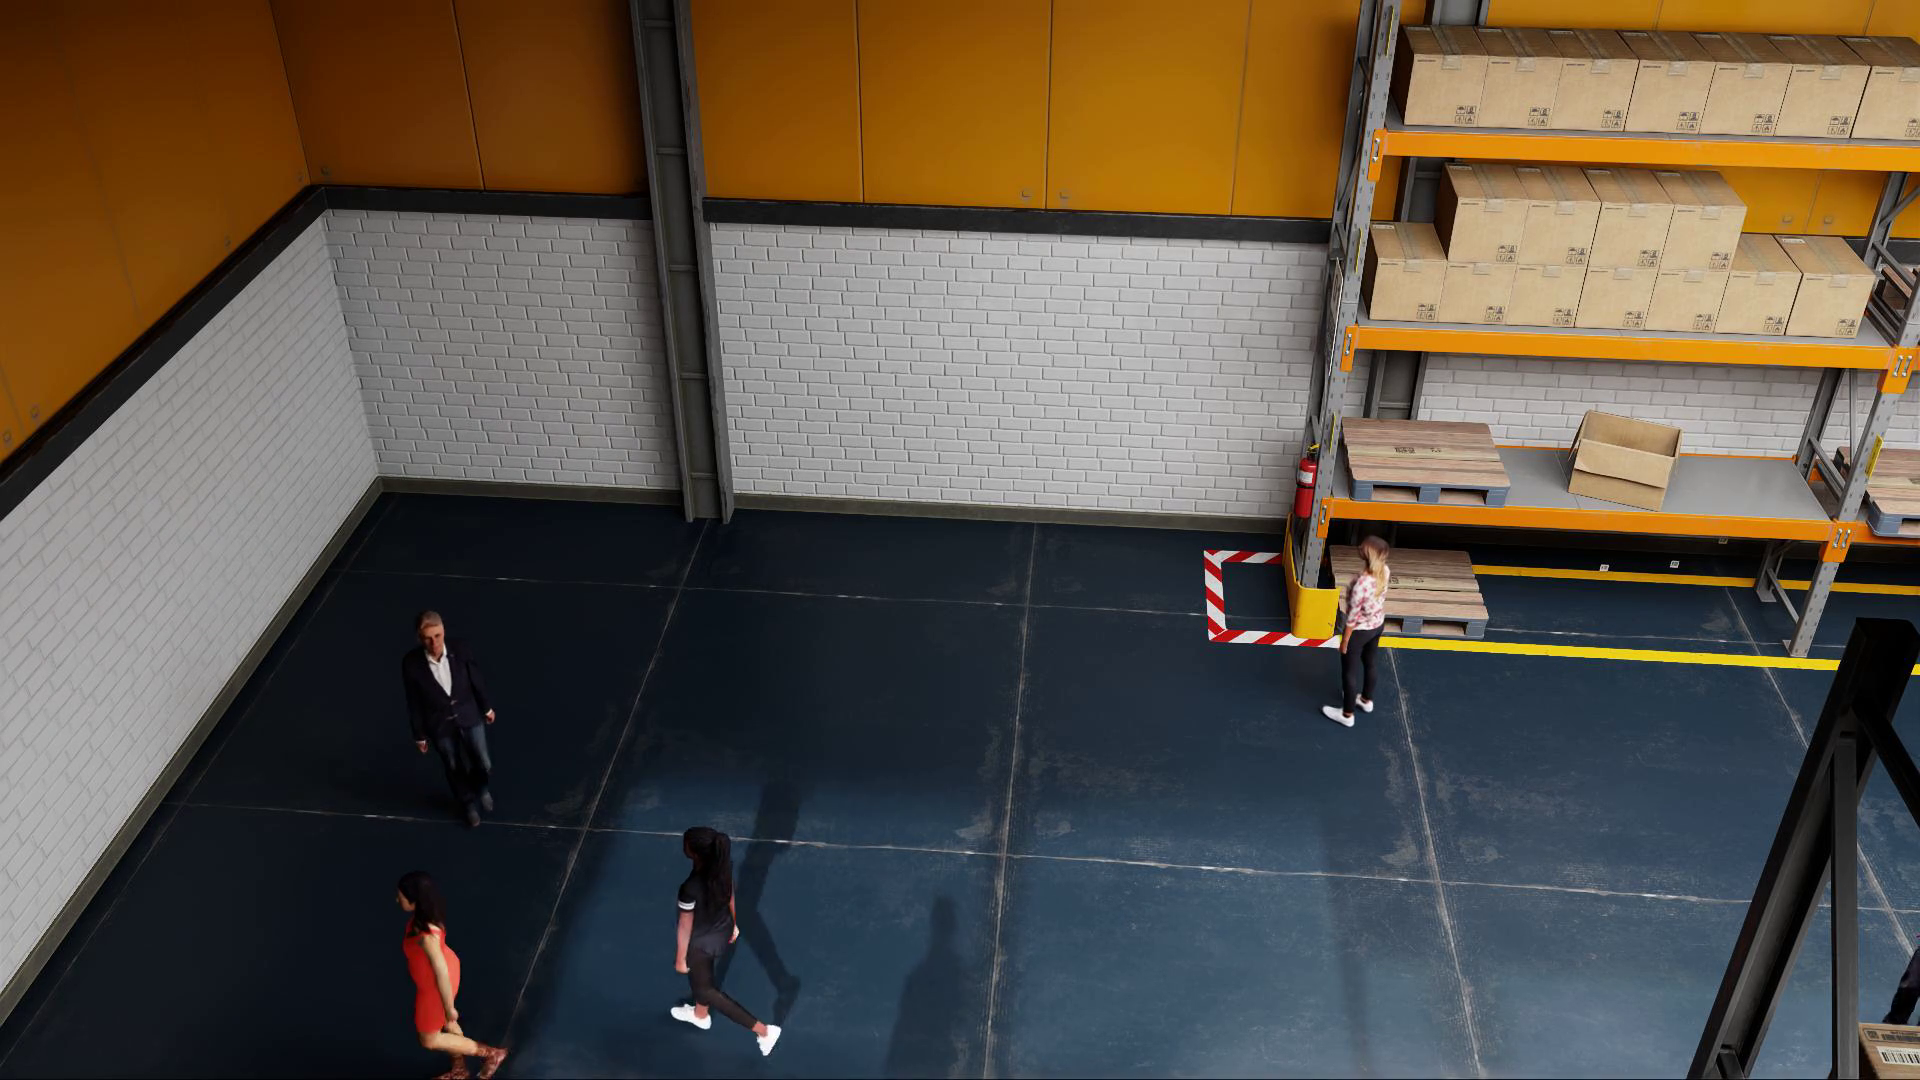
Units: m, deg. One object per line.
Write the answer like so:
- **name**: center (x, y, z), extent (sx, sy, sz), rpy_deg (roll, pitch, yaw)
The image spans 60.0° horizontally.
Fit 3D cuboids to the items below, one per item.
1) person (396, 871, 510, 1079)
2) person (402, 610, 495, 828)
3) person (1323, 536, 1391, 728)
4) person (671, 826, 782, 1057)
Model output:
- **person**: center (-2.942, 2.550, 9.617), extent (0.833, 1.706, 0.727), rpy_deg (-9, 35, -13)
- **person**: center (-3.547, 1.182, 11.583), extent (0.768, 1.808, 0.893), rpy_deg (-14, 36, -19)
- **person**: center (3.043, 0.671, 12.514), extent (0.634, 1.628, 0.686), rpy_deg (-27, 42, -35)
- **person**: center (-1.429, 2.397, 9.845), extent (1.127, 1.709, 0.818), rpy_deg (14, 36, 19)
